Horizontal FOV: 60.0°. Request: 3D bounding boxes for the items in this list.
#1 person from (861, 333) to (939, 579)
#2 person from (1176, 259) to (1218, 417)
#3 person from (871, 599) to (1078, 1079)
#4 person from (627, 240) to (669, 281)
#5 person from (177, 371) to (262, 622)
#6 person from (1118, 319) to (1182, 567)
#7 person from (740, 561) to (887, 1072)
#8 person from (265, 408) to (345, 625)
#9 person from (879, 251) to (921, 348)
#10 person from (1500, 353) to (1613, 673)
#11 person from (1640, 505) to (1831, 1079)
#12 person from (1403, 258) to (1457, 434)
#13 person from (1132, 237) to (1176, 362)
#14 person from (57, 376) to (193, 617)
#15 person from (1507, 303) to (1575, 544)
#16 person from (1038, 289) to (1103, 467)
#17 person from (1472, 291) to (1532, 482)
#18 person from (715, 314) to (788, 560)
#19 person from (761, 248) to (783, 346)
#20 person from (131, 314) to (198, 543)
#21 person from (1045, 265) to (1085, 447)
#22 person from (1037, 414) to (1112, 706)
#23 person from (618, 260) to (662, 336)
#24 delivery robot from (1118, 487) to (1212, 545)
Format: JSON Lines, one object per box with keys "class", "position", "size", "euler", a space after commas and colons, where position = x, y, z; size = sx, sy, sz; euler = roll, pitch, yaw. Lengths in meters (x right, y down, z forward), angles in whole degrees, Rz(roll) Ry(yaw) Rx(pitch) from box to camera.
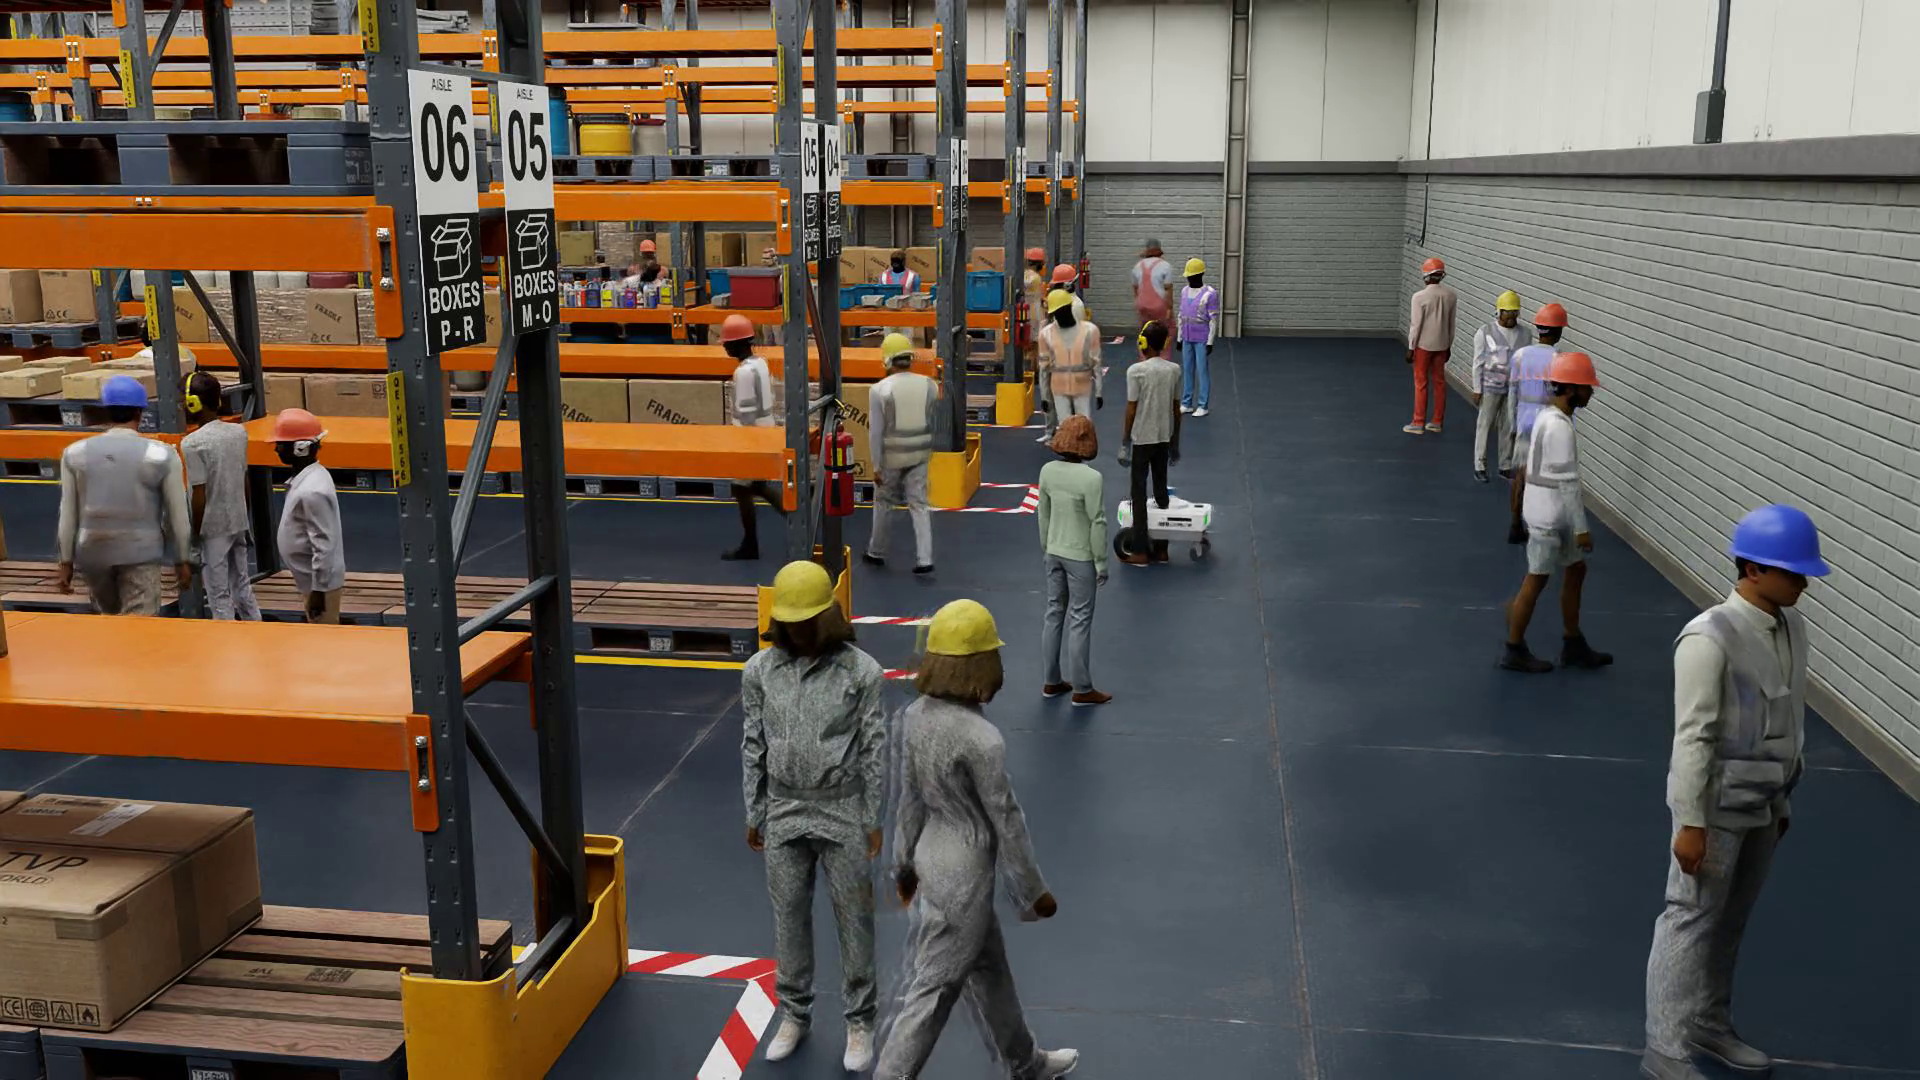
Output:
{"class": "person", "position": [-0.433, -0.622, 12.235], "size": [0.598, 1.798, 0.792], "euler": [-6, 14, -26]}
{"class": "person", "position": [2.863, -2.460, 20.258], "size": [0.382, 1.917, 0.585], "euler": [-10, 16, -39]}
{"class": "person", "position": [0.023, 1.019, 5.070], "size": [0.870, 1.699, 0.483], "euler": [-5, 14, -23]}
{"class": "person", "position": [-4.455, -3.294, 23.844], "size": [0.612, 1.997, 0.375], "euler": [-5, 13, -20]}
{"class": "person", "position": [-4.190, -0.024, 9.388], "size": [0.329, 1.865, 0.509], "euler": [3, 13, 12]}
{"class": "person", "position": [1.438, -0.731, 12.593], "size": [0.519, 1.865, 0.336], "euler": [-8, 15, -31]}
{"class": "person", "position": [-0.487, 0.907, 5.486], "size": [0.490, 1.731, 0.323], "euler": [2, 13, 10]}
{"class": "person", "position": [-3.397, 0.180, 8.711], "size": [0.331, 1.753, 0.561], "euler": [-6, 14, -24]}
{"class": "person", "position": [-0.876, -3.204, 23.792], "size": [0.625, 1.843, 0.430], "euler": [3, 13, 13]}
{"class": "person", "position": [3.604, -0.132, 9.759], "size": [0.782, 1.913, 0.552], "euler": [4, 13, 18]}
{"class": "person", "position": [2.481, 0.835, 5.317], "size": [0.615, 1.943, 0.409], "euler": [-9, 16, -37]}
{"class": "person", "position": [5.343, -2.204, 18.926], "size": [0.622, 1.993, 0.382], "euler": [-6, 14, -23]}
{"class": "person", "position": [2.934, -3.483, 24.597], "size": [0.705, 2.000, 0.644], "euler": [12, 17, 42]}
{"class": "person", "position": [-4.449, 0.075, 8.931], "size": [0.640, 1.869, 0.962], "euler": [-2, 13, -7]}
{"class": "person", "position": [4.615, -0.903, 13.180], "size": [0.356, 1.937, 0.552], "euler": [-10, 16, -39]}
{"class": "person", "position": [1.026, -1.395, 15.501], "size": [0.610, 1.893, 0.450], "euler": [2, 13, 7]}
{"class": "person", "position": [5.209, -1.468, 15.973], "size": [0.586, 1.833, 0.403], "euler": [-2, 13, -9]}
{"class": "person", "position": [-1.500, -0.759, 12.643], "size": [0.682, 1.911, 0.585], "euler": [2, 13, 9]}
{"class": "person", "position": [-2.631, -3.148, 23.417], "size": [0.399, 1.899, 0.647], "euler": [-11, 17, -41]}
{"class": "person", "position": [-6.400, -0.899, 13.387], "size": [0.429, 1.842, 0.632], "euler": [4, 13, 19]}
{"class": "person", "position": [1.132, -1.931, 17.718], "size": [0.393, 1.985, 0.611], "euler": [-3, 13, -12]}
{"class": "person", "position": [0.638, 0.109, 9.306], "size": [0.279, 1.634, 0.497], "euler": [-10, 16, -38]}
{"class": "person", "position": [-4.272, -2.840, 22.254], "size": [0.746, 1.809, 0.433], "euler": [0, 12, -2]}
{"class": "delivery robot", "position": [1.579, -0.169, 12.801], "size": [0.707, 0.478, 0.477], "euler": [3, 13, 11]}
